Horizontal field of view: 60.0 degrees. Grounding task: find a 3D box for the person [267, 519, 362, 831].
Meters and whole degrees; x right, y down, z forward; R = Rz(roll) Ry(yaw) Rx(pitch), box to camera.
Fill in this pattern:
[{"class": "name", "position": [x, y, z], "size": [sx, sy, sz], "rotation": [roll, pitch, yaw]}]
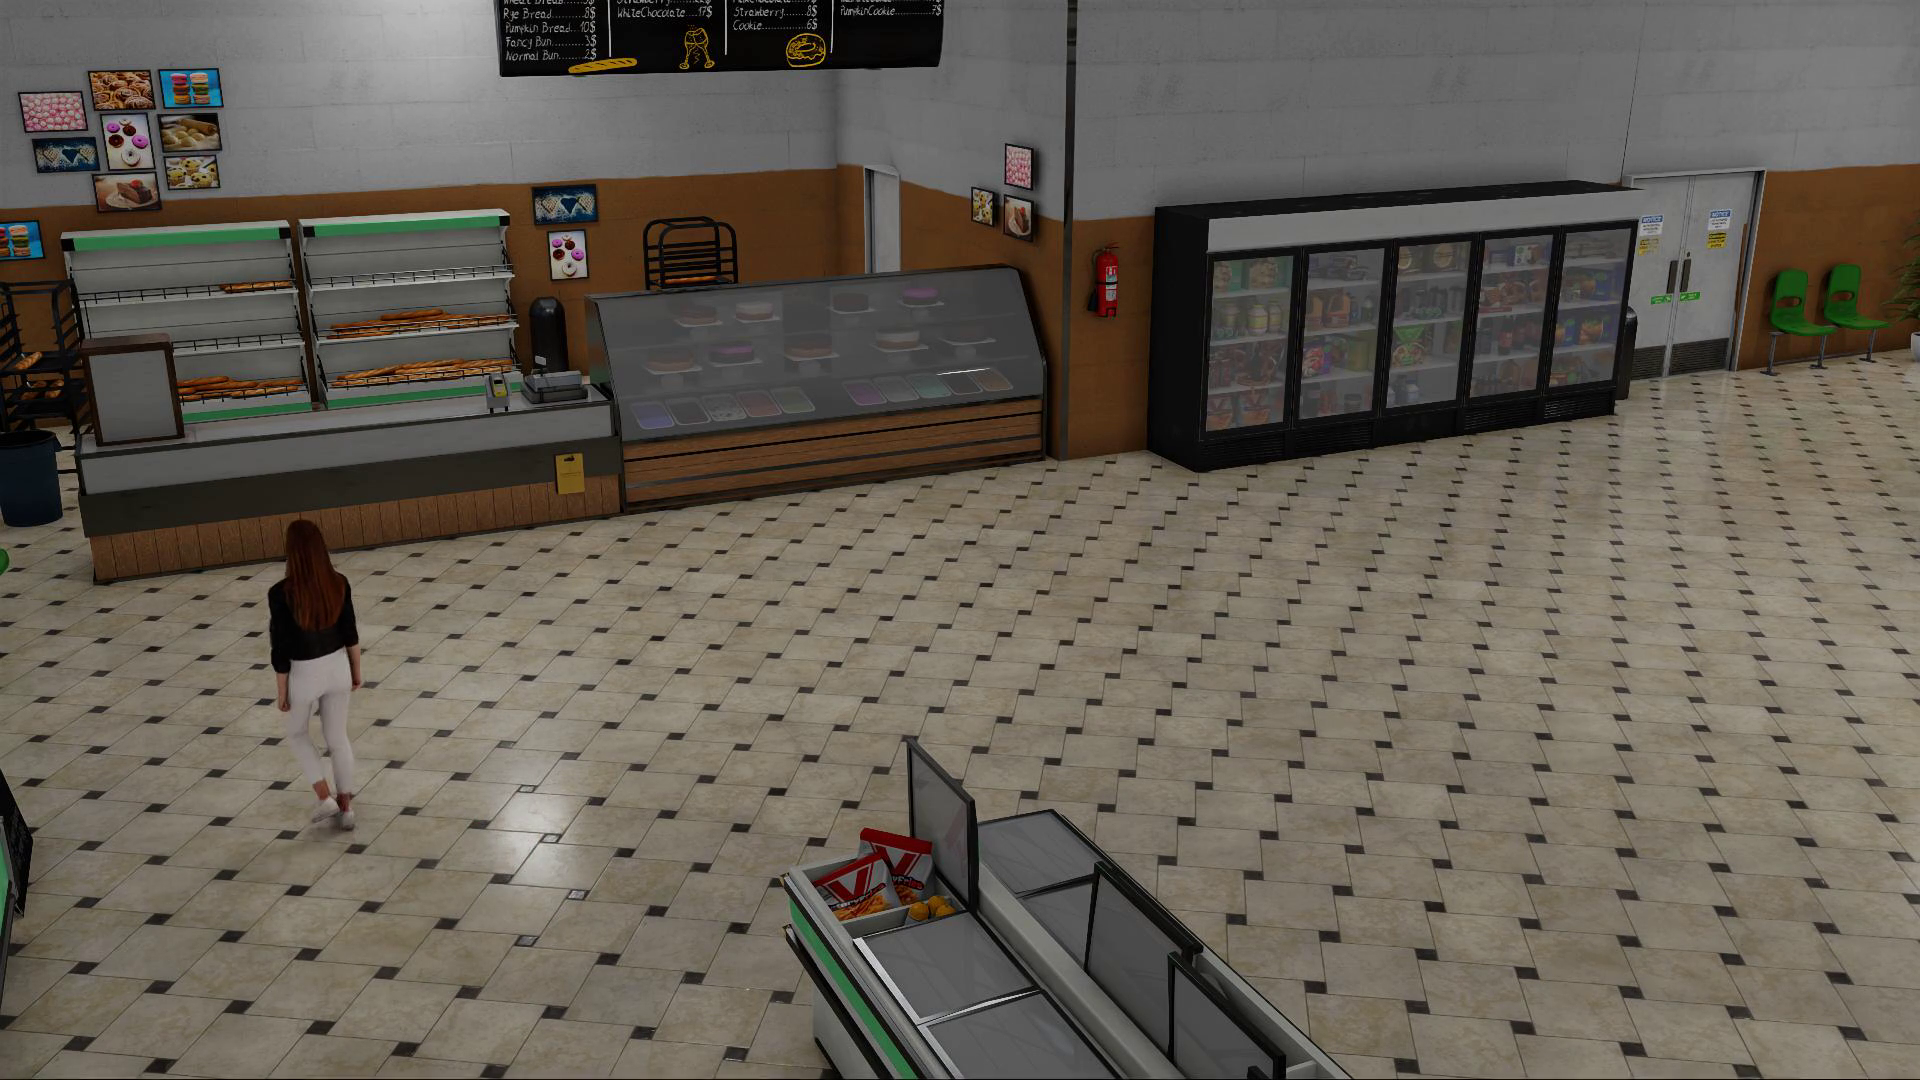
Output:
[{"class": "person", "position": [-3.278, 0.738, 8.542], "size": [0.675, 1.690, 0.682], "rotation": [-14, 23, -36]}]
